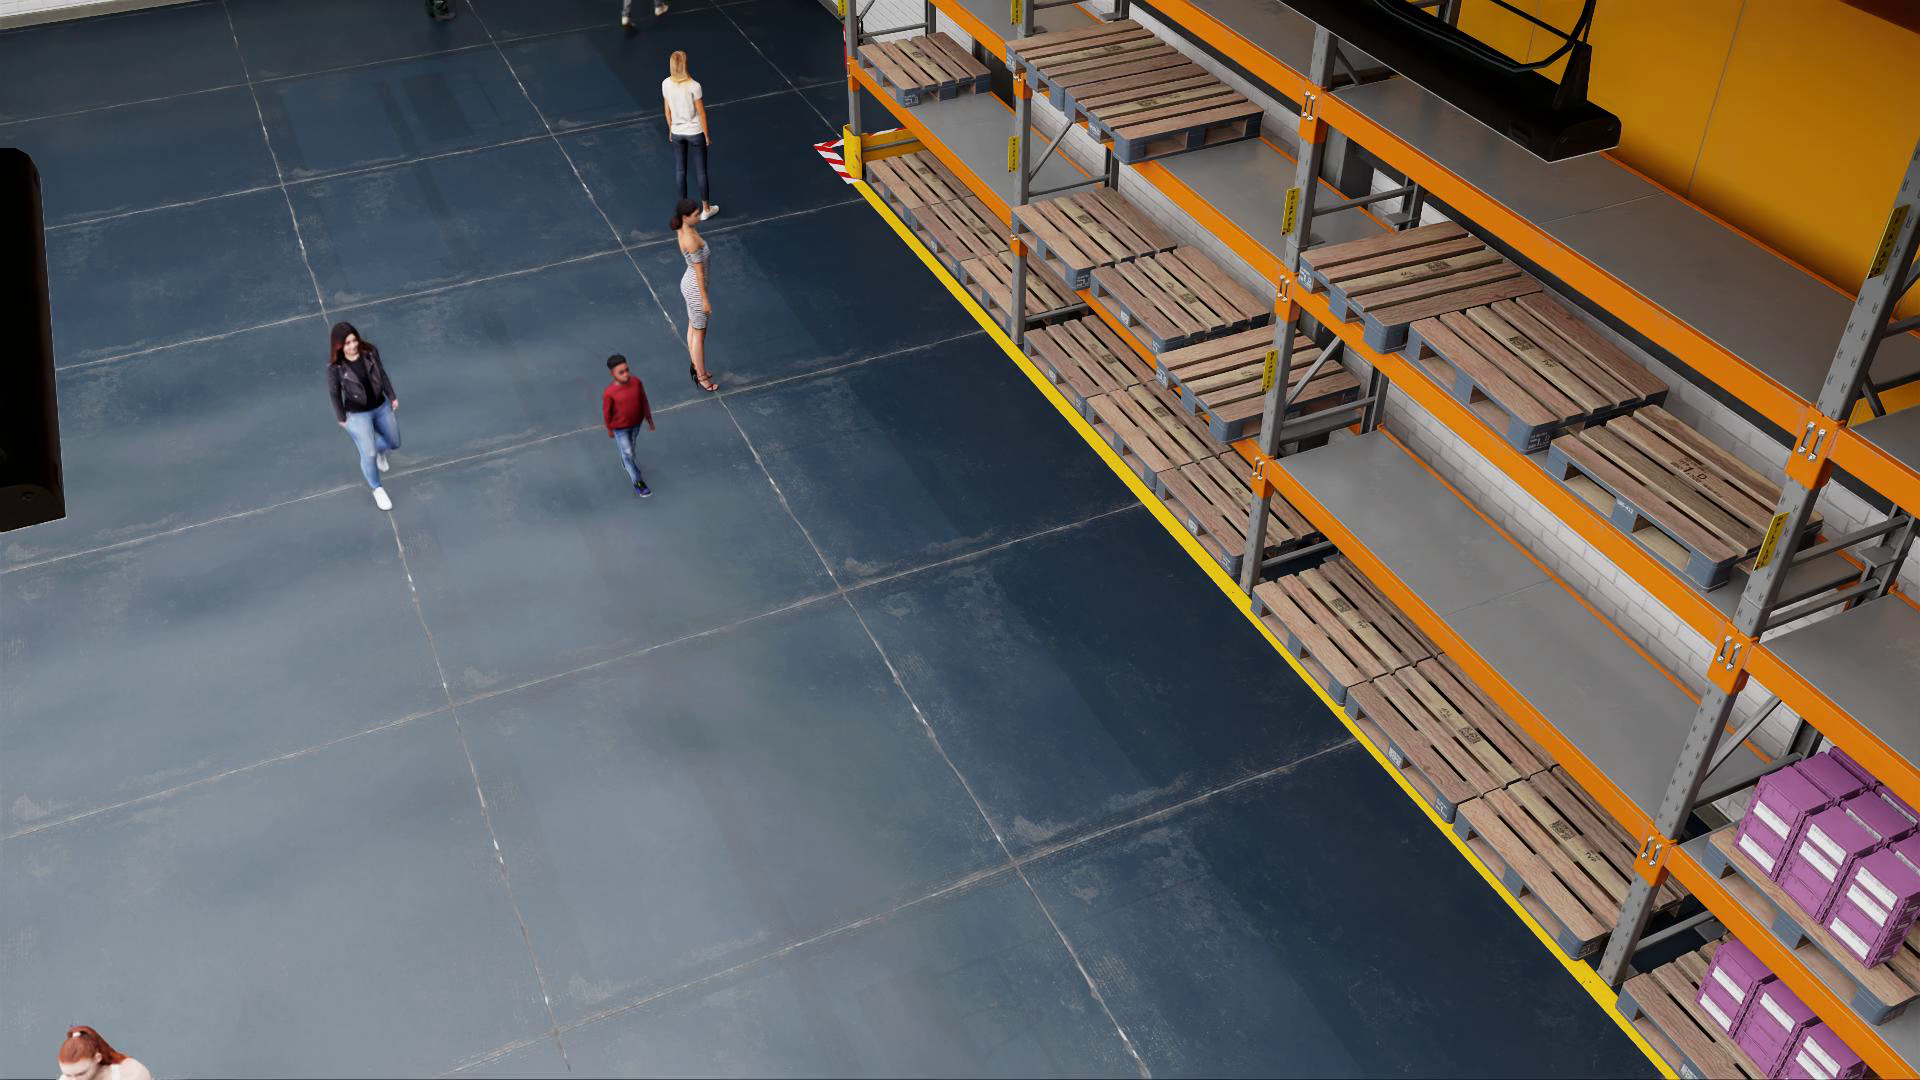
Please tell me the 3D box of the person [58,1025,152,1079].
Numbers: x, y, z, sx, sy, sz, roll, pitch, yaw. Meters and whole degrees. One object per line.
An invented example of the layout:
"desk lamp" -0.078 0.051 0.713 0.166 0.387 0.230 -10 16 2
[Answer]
"person" -4.091 2.937 8.295 0.692 1.732 0.768 -6 39 -7

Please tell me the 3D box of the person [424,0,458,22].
"person" -6.935 -7.644 21.460 0.834 1.837 0.672 -30 48 -32

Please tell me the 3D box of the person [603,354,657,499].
"person" -2.762 -0.994 13.624 0.664 1.225 0.894 -29 47 -31

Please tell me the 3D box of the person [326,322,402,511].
"person" -4.795 -1.057 13.386 0.803 1.621 0.915 -29 47 -31

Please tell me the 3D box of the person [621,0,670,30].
"person" -4.146 -7.439 21.187 1.211 1.858 1.272 12 40 15

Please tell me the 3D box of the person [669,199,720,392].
"person" -2.327 -2.150 14.591 0.682 1.824 0.512 -10 40 -13

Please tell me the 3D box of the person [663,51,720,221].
"person" -2.801 -4.166 17.128 0.660 1.809 0.695 9 39 11
